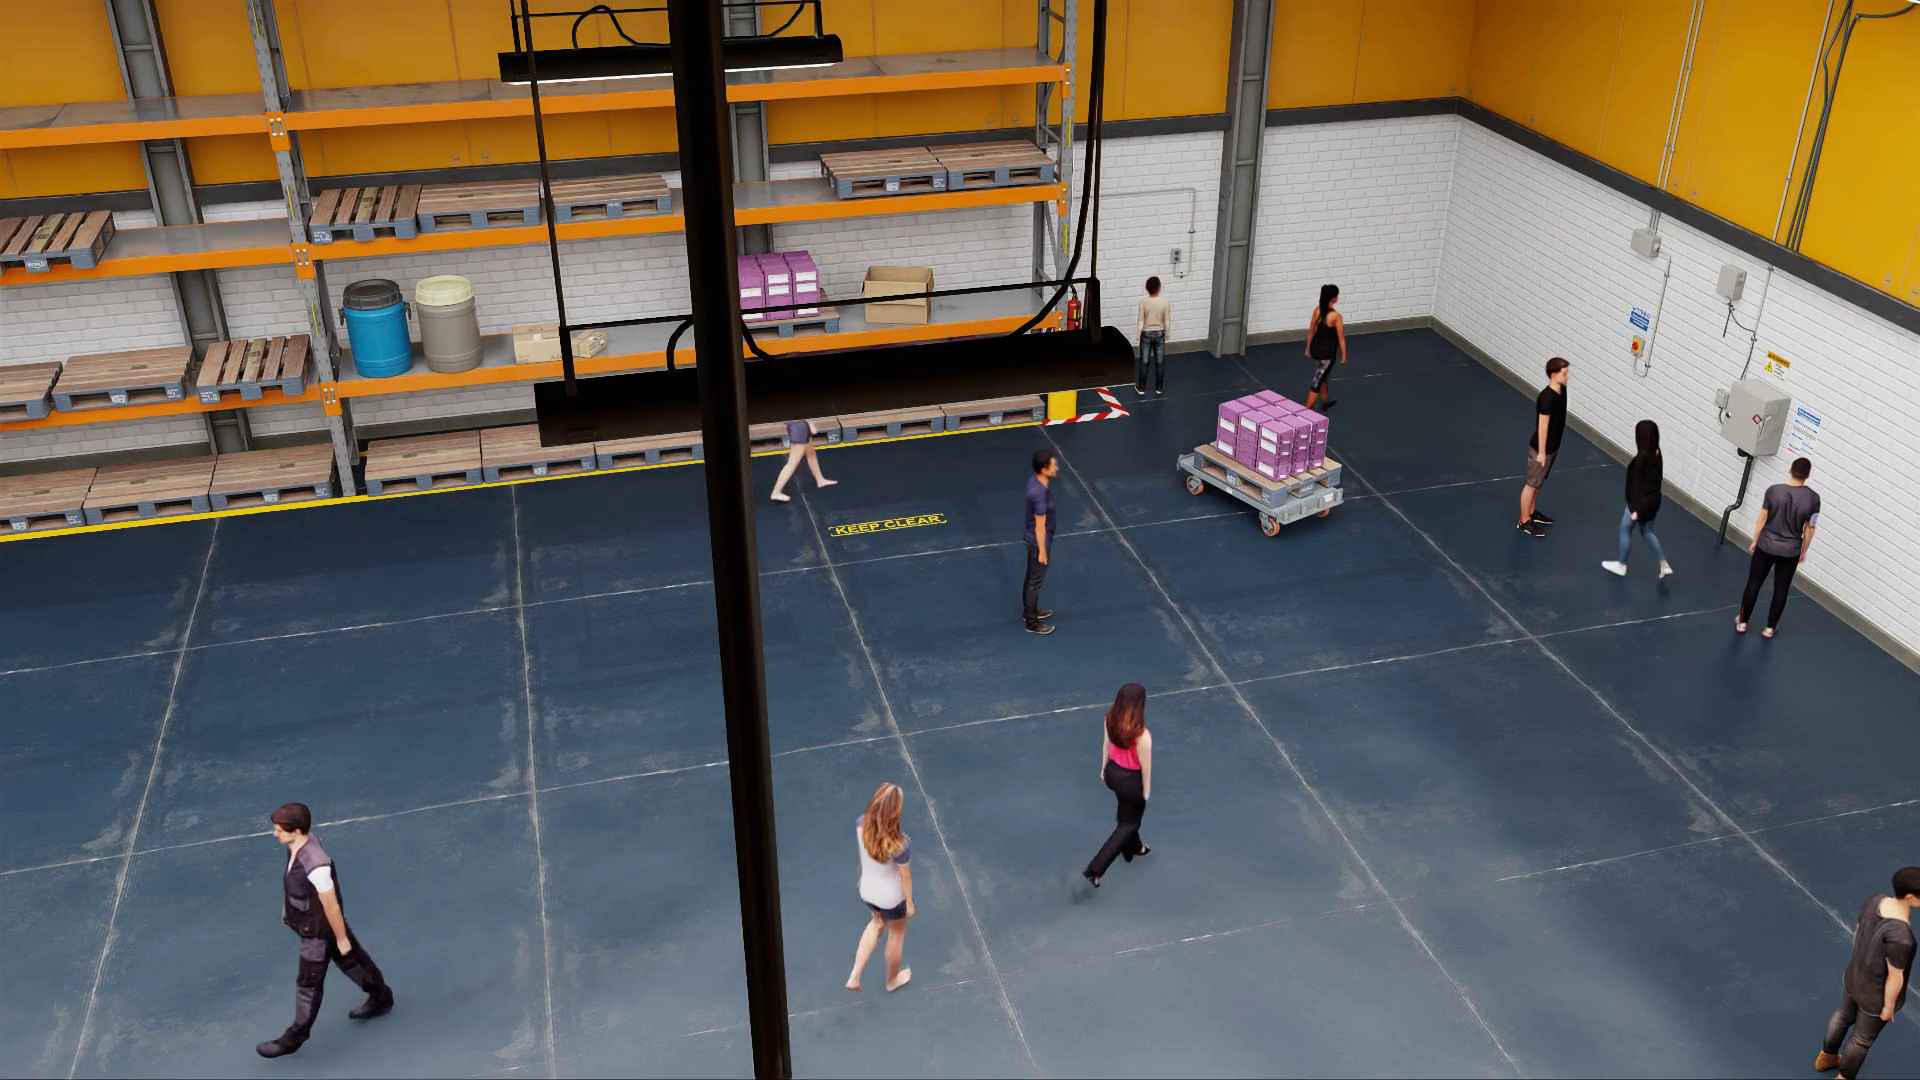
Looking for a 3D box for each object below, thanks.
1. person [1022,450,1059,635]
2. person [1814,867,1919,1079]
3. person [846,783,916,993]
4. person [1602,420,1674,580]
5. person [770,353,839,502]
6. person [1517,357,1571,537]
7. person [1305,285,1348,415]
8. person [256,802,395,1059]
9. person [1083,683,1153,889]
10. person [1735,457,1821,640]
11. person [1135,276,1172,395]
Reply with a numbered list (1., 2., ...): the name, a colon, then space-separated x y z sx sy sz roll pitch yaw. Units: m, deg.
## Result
1. person: 0.705 -0.007 15.132 0.604 1.792 0.689 -1 29 -2
2. person: 5.632 2.701 10.250 0.642 1.713 0.685 1 29 2
3. person: -0.550 2.347 10.899 0.832 1.713 0.914 22 35 34
4. person: 6.599 -0.332 15.913 0.927 1.616 0.854 -18 34 -30
5. person: -1.753 -1.138 17.392 1.027 1.613 0.651 -11 30 -19
6. person: 5.920 -0.978 16.838 0.820 1.863 0.748 17 33 29
7. person: 4.148 -2.158 19.226 0.911 1.648 0.743 -16 33 -27
8. person: -4.000 2.422 10.661 1.219 1.810 0.943 -18 34 -30
9. person: 1.154 1.782 12.010 1.072 1.641 0.836 -20 35 -33
10. person: 7.394 0.067 15.025 0.692 1.764 0.765 13 31 23
11. person: 2.313 -2.454 19.961 0.512 1.463 0.662 -1 29 -1
